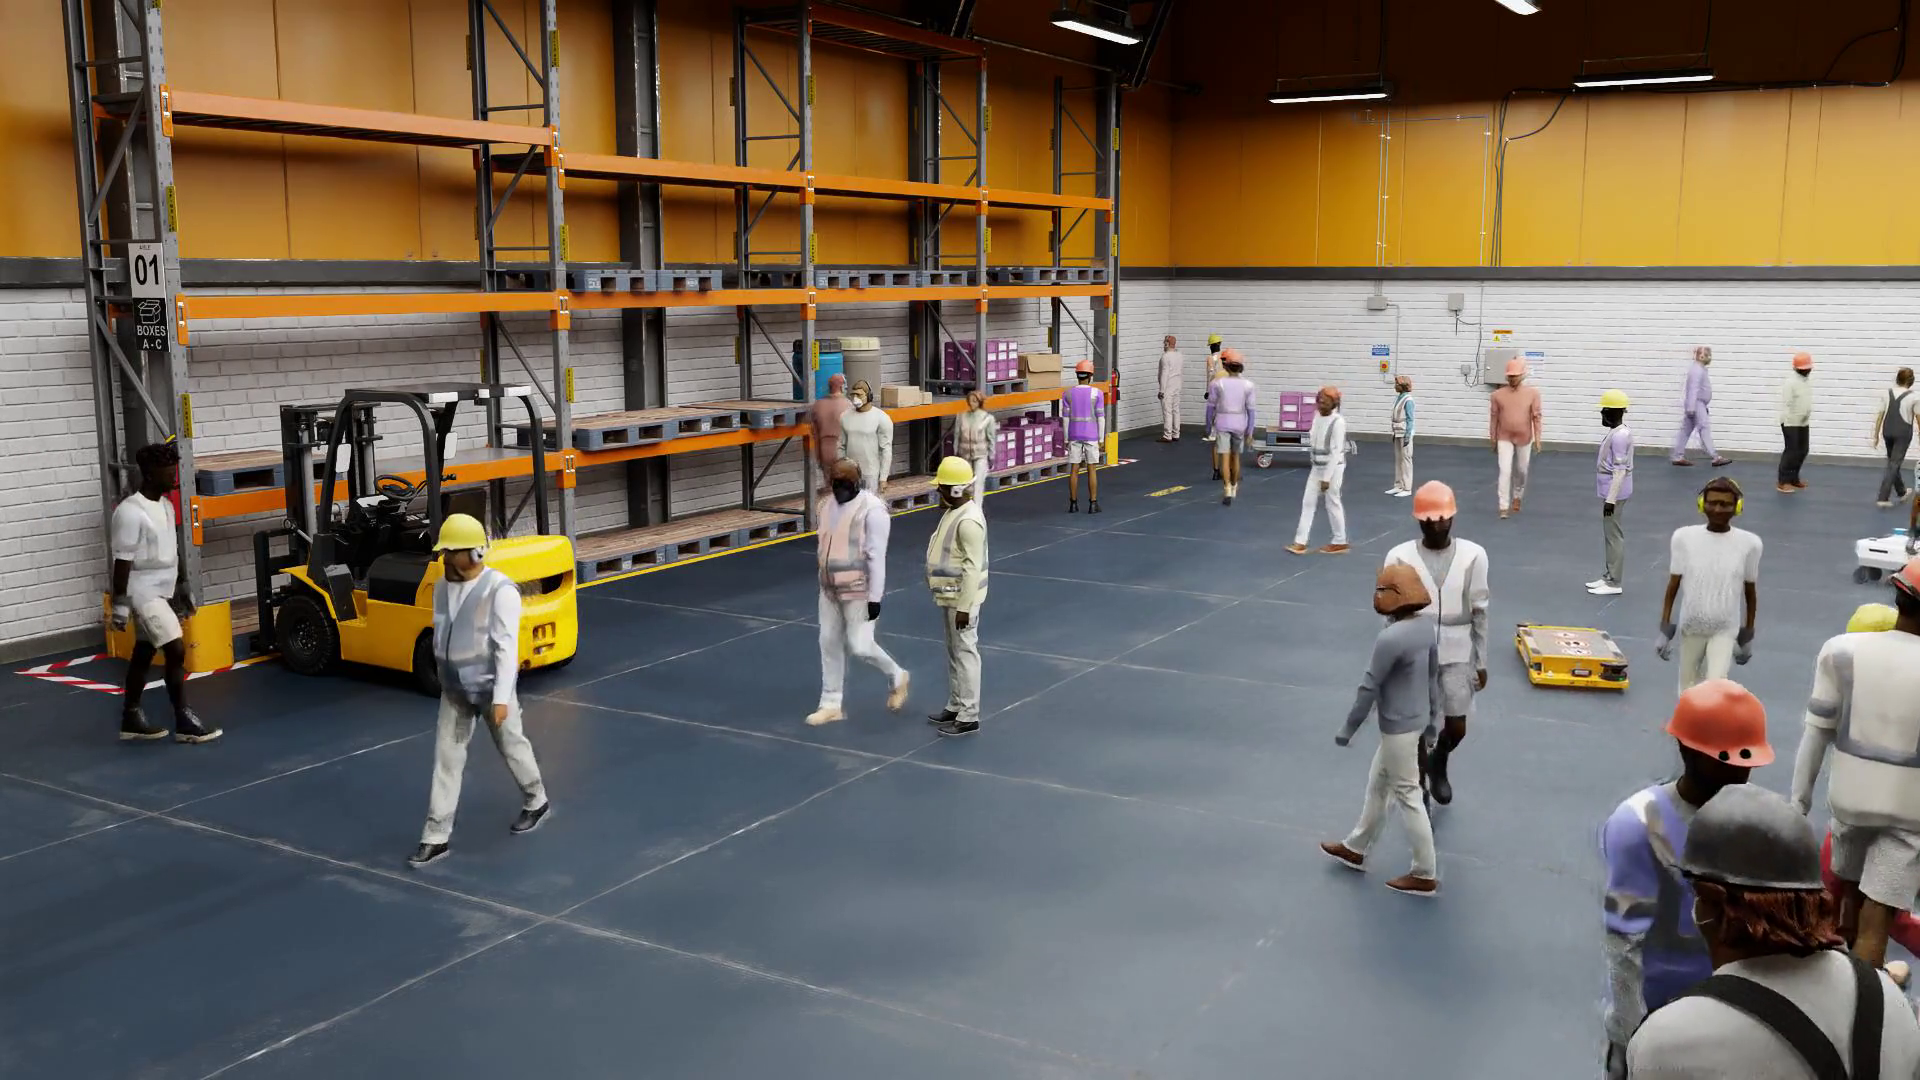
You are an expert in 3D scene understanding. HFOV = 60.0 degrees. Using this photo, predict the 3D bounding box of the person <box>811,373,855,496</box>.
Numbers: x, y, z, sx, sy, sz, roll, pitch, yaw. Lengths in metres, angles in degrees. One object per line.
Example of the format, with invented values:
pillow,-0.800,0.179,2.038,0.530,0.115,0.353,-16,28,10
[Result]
person,-1.342,-0.926,18.684,0.657,1.894,0.434,6,11,31

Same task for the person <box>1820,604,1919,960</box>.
person,3.651,1.105,6.545,0.837,1.734,0.537,2,9,14

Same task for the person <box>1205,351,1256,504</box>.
person,3.573,-1.483,21.894,0.622,2.004,1.028,0,9,0

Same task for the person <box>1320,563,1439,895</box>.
person,2.051,0.909,8.142,0.711,1.607,0.503,7,11,36

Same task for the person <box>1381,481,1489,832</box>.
person,2.579,0.610,9.076,0.565,1.916,0.566,2,9,9

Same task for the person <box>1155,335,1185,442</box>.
person,3.728,-2.697,29.728,0.406,1.906,0.654,7,12,38

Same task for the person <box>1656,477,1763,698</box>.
person,4.438,0.525,9.866,0.523,1.837,0.855,5,11,30

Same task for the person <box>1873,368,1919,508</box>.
person,12.154,-1.315,21.425,0.960,1.793,0.539,-6,11,-31

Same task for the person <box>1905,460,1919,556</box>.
person,7.921,-0.042,13.355,0.525,1.856,0.579,3,10,18

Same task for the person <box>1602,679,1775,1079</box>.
person,2.084,1.313,4.709,0.588,1.902,0.719,-3,9,-16

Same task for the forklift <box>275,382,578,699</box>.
forklift,-3.974,-0.067,12.417,2.313,2.155,1.214,5,11,30

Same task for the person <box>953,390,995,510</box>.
person,0.188,-0.997,19.972,0.527,1.624,0.528,4,10,25

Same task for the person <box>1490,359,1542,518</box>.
person,6.923,-1.281,20.740,0.611,1.970,0.939,3,10,18

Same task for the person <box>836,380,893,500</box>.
person,-0.981,-0.653,16.870,0.632,1.940,0.372,5,10,27

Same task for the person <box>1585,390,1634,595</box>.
person,6.115,-0.446,15.613,0.366,1.927,0.585,3,10,19

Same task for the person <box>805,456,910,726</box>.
person,-0.682,0.332,11.108,0.657,1.815,0.648,8,12,41

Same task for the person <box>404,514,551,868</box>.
person,-2.493,0.742,8.662,0.600,1.789,0.926,5,10,26

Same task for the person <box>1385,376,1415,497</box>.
person,5.979,-1.402,22.468,0.315,1.641,0.515,-1,9,-5

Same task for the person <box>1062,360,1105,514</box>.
person,1.557,-1.292,20.883,0.543,1.933,0.364,3,10,17

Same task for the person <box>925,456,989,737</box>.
person,-0.023,0.364,10.862,0.403,1.830,0.591,-2,9,-11

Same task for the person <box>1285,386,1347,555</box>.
person,3.815,-0.724,17.641,0.845,1.828,0.658,-4,10,-24

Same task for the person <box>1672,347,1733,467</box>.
person,11.591,-2.058,25.842,0.933,1.864,0.679,4,10,22

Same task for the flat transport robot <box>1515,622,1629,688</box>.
flat transport robot,4.621,0.860,12.617,0.652,0.197,1.431,2,9,13

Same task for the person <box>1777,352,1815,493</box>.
person,11.480,-1.609,22.808,0.662,1.945,0.508,-5,10,-28

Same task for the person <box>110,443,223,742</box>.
person,-5.073,0.343,10.667,0.843,1.925,0.620,-1,9,-5

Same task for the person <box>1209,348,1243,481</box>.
person,3.878,-1.813,24.147,0.542,1.929,0.369,7,11,36

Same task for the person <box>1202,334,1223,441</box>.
person,4.595,-2.736,29.921,0.371,1.923,0.586,8,12,41

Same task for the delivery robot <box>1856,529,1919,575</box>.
delivery robot,9.022,0.134,15.972,0.477,0.478,0.707,-7,11,-36

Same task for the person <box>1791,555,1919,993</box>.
person,3.561,1.010,6.375,1.016,1.976,0.643,-8,12,-42
